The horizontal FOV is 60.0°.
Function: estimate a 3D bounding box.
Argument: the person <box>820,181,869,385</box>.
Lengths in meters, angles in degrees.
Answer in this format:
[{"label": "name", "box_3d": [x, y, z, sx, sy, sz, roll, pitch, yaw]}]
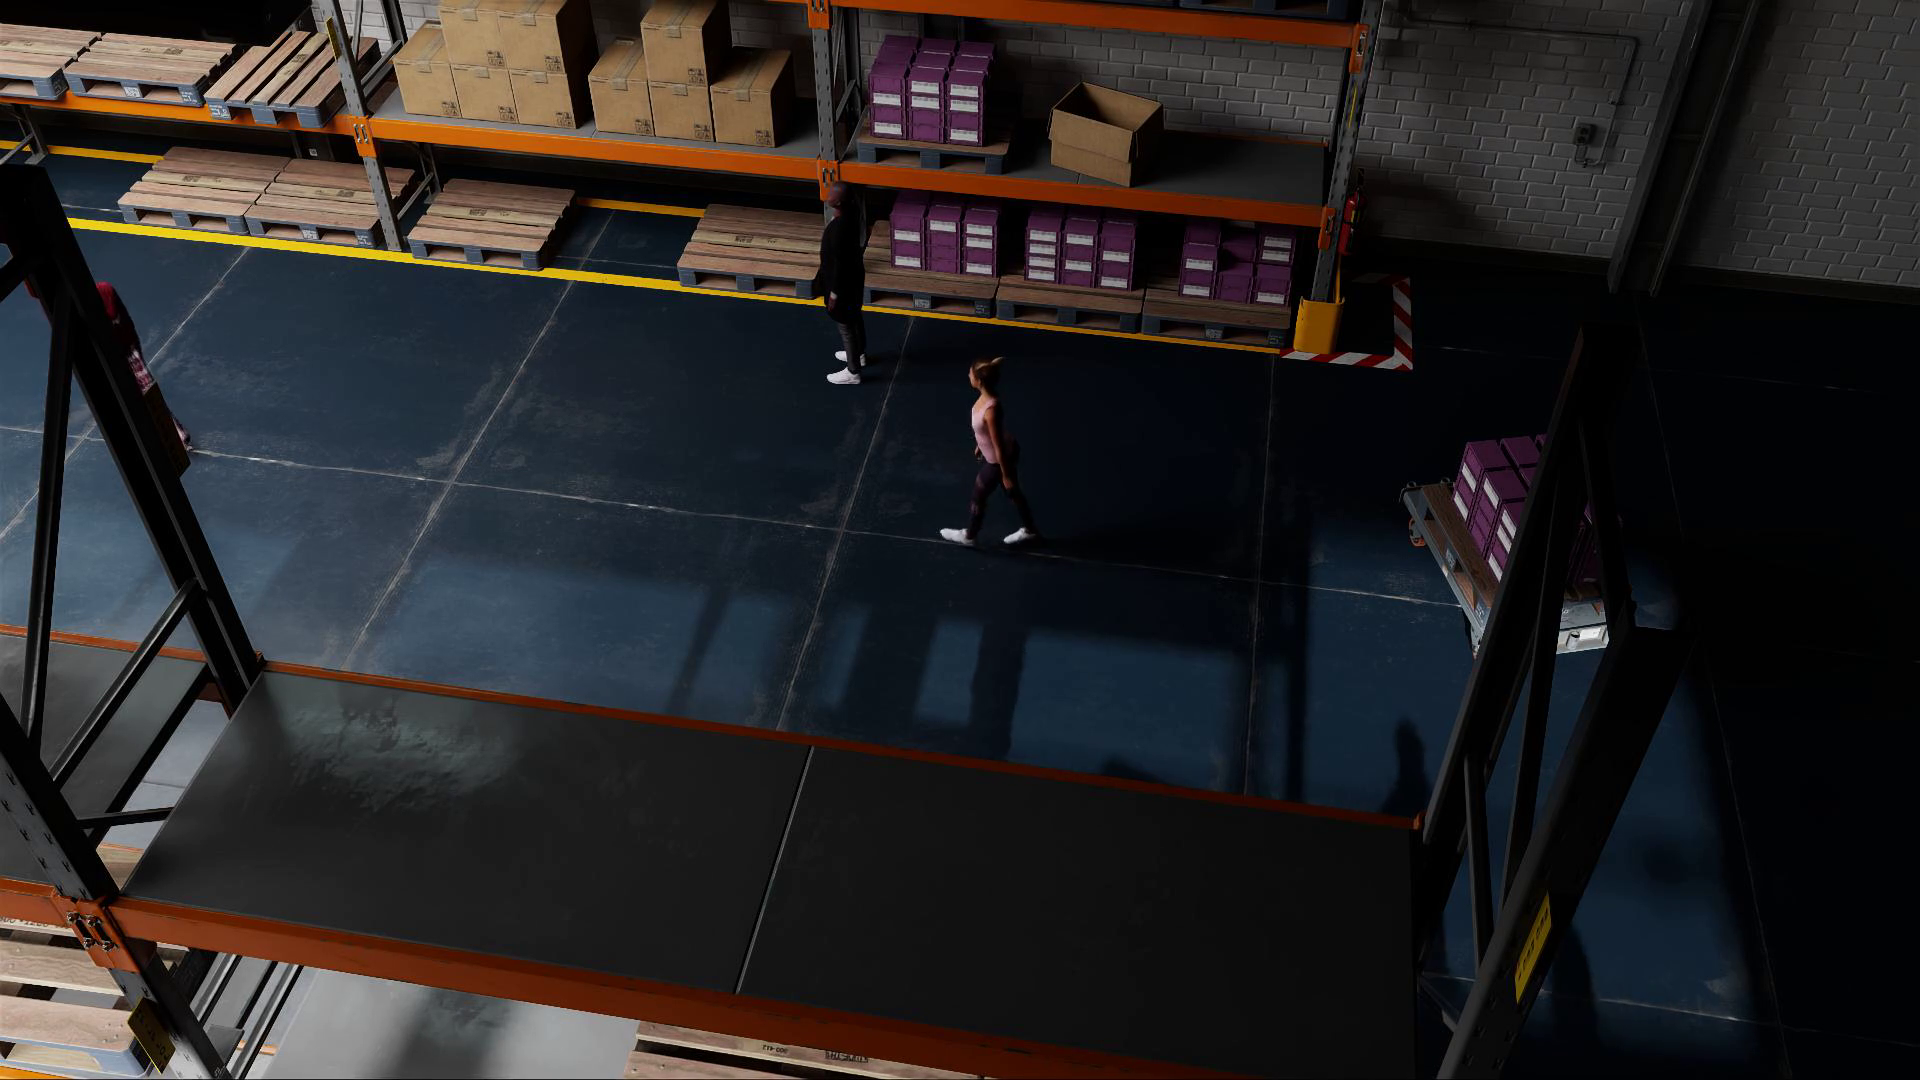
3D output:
[{"label": "person", "box_3d": [-0.867, -1.994, 12.818, 0.539, 1.762, 0.635, 8, 44, 8]}]

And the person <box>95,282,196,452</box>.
[{"label": "person", "box_3d": [-6.280, -1.353, 12.226, 1.185, 1.650, 0.929, 23, 48, 22]}]

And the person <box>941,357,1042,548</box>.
[{"label": "person", "box_3d": [0.349, -0.560, 11.415, 0.948, 1.620, 0.624, -1, 44, -1]}]
